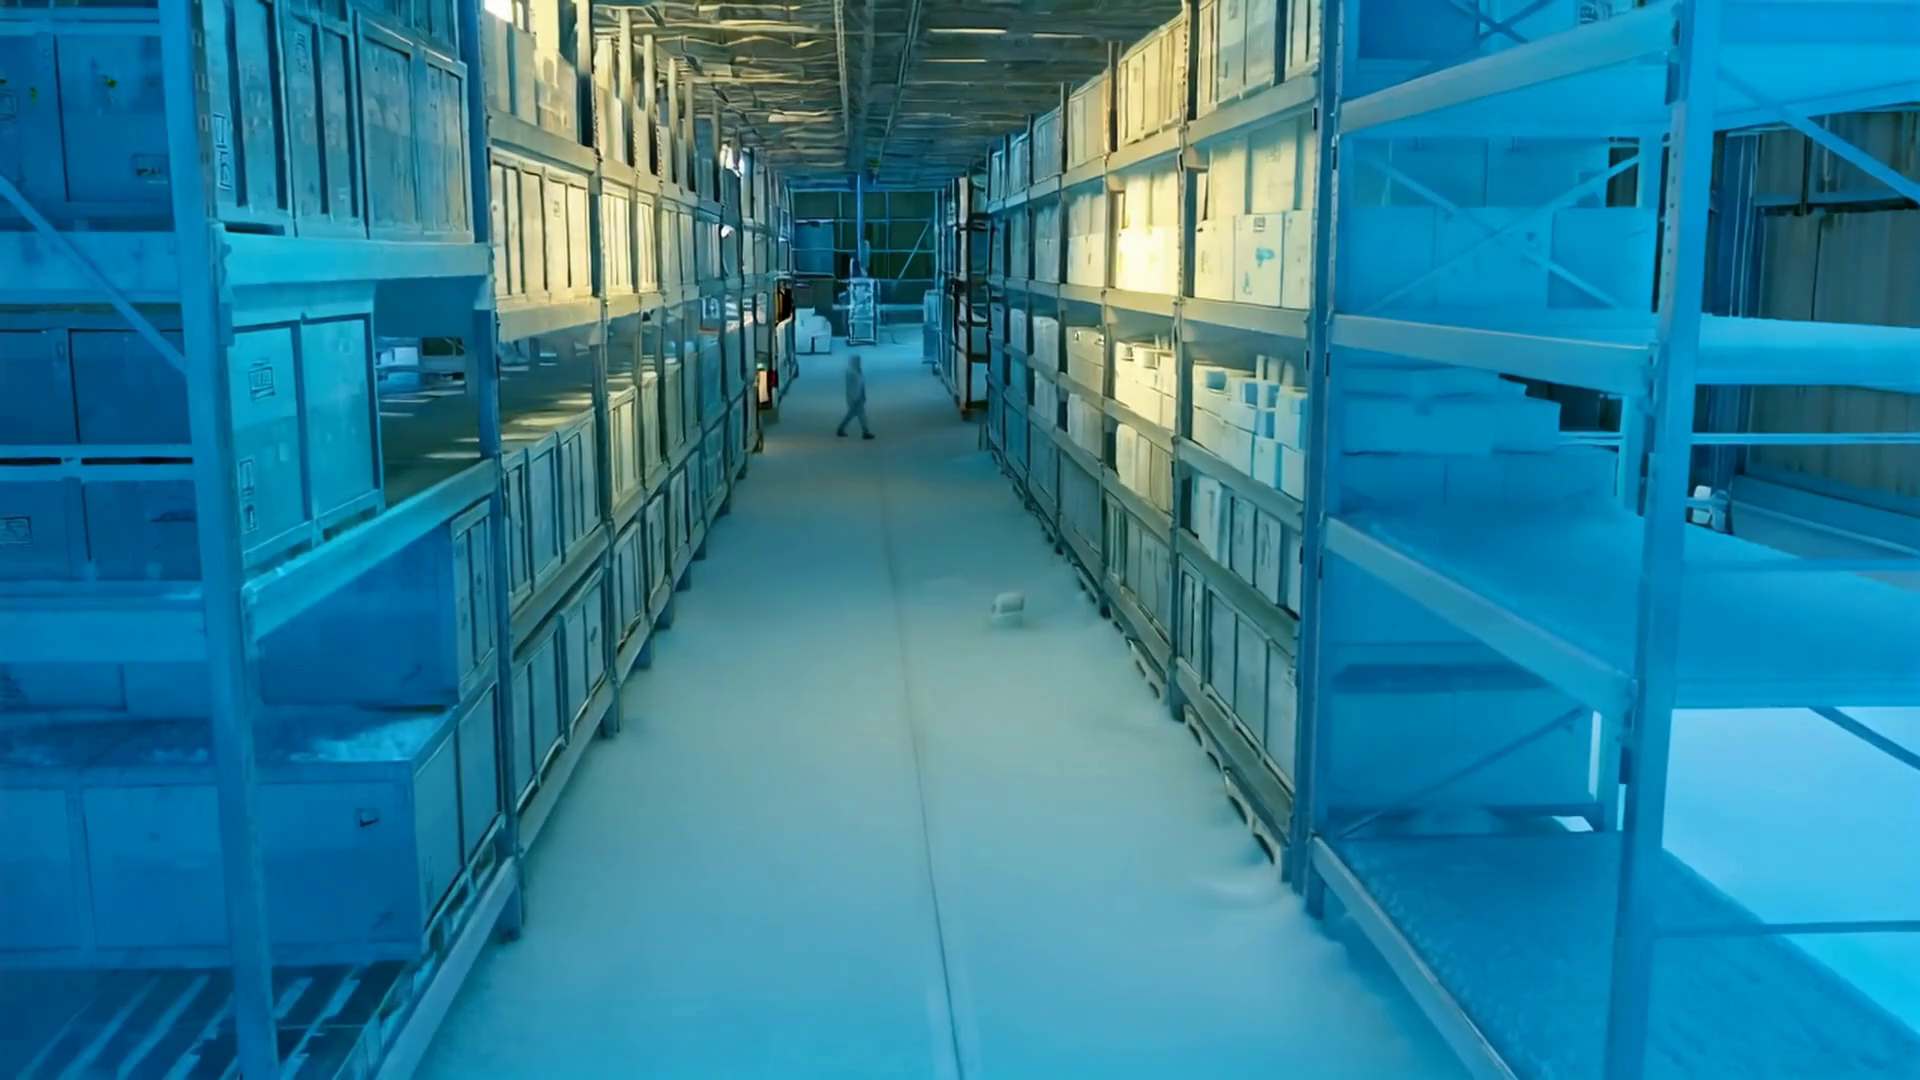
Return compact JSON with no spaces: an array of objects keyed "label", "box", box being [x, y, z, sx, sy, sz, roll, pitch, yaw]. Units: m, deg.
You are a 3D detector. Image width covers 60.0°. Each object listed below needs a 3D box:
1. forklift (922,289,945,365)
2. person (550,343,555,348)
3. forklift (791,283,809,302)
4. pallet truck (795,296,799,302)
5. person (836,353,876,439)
[{"label":"forklift","box":[-0.777,-7.965,62.048,1.129,2.768,1.873,1,10,4]},{"label":"person","box":[-10.478,-4.219,42.836,0.651,1.815,0.723,-1,10,-6]},{"label":"forklift","box":[-7.635,-10.876,79.437,1.129,2.768,1.873,-2,10,-10]},{"label":"pallet truck","box":[-8.622,-12.439,91.403,1.885,1.965,0.823,2,10,13]},{"label":"person","box":[-2.304,-3.147,36.285,0.944,1.868,0.650,3,10,16]}]
